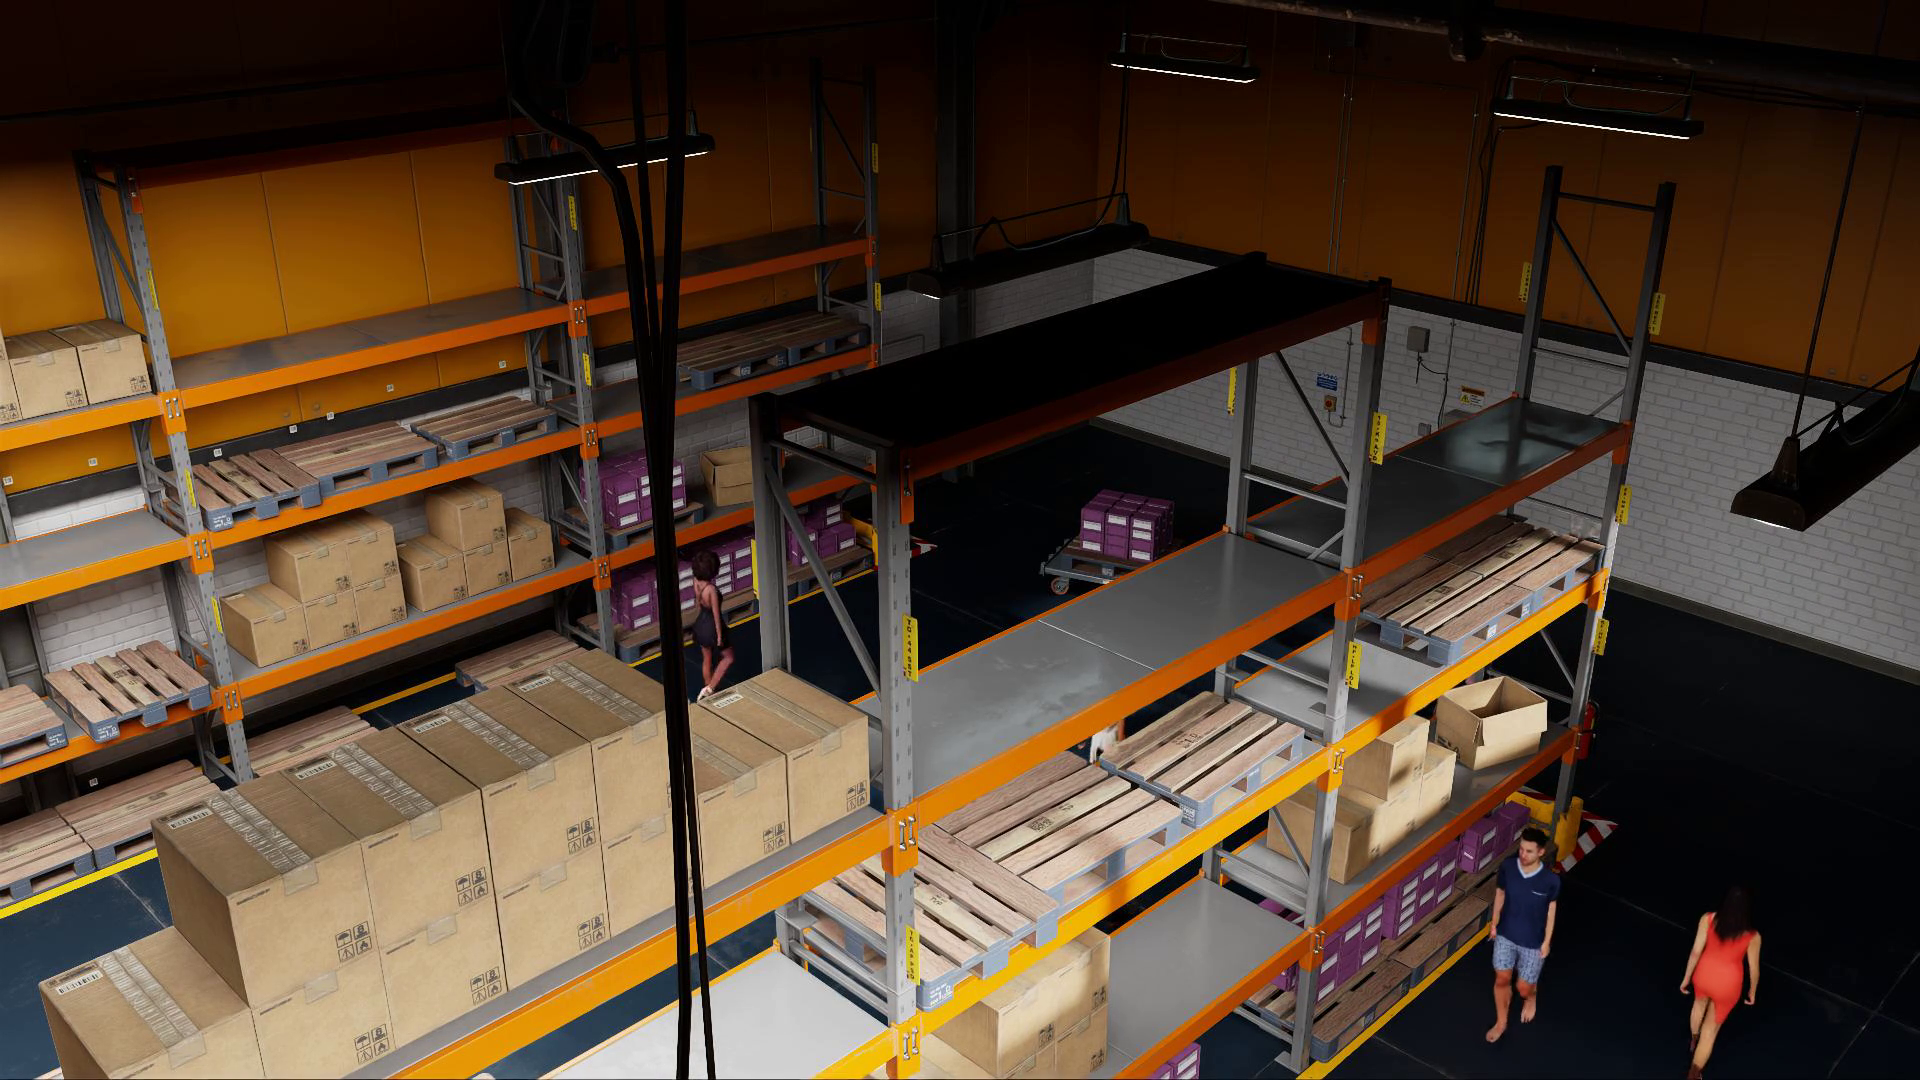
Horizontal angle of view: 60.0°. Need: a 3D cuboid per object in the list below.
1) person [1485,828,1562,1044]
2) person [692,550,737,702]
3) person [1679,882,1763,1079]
[{"bbox_3d":[4.232,2.907,12.428,0.657,1.838,0.793,19,30,36],"label":"person"},{"bbox_3d":[-2.605,0.968,16.938,0.641,1.778,0.569,-21,31,-39],"label":"person"},{"bbox_3d":[5.379,3.225,11.878,0.686,1.695,0.905,18,29,35],"label":"person"}]
